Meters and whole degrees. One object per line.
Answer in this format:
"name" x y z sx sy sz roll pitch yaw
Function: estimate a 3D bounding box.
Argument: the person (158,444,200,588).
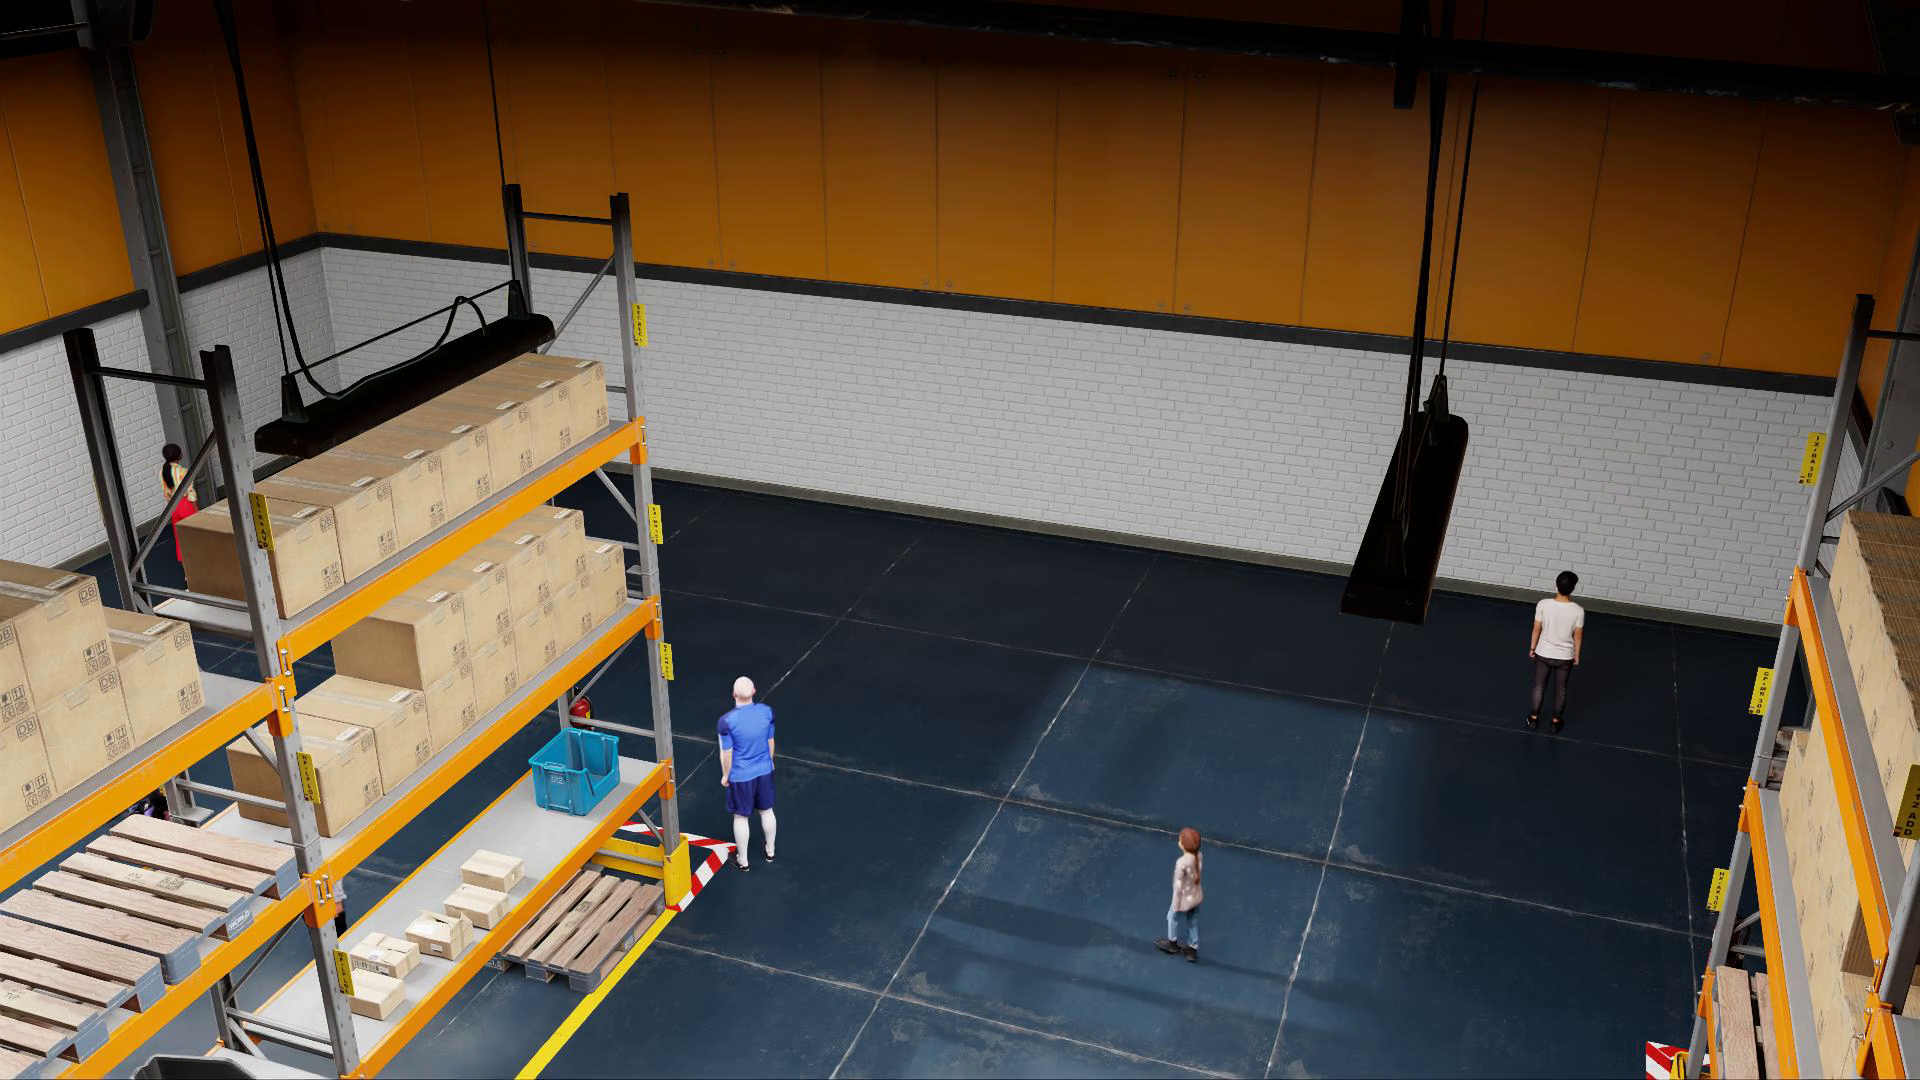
"person" -9.184 -0.296 19.685 0.619 1.792 0.541 6 24 14

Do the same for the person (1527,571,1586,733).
"person" 5.929 1.100 16.580 0.629 1.722 0.526 9 25 20

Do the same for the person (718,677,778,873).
"person" -1.819 2.001 14.368 0.731 1.842 0.818 -14 27 -29

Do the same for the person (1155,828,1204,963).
"person" 1.845 2.854 13.239 0.636 1.184 0.692 -17 29 -34
